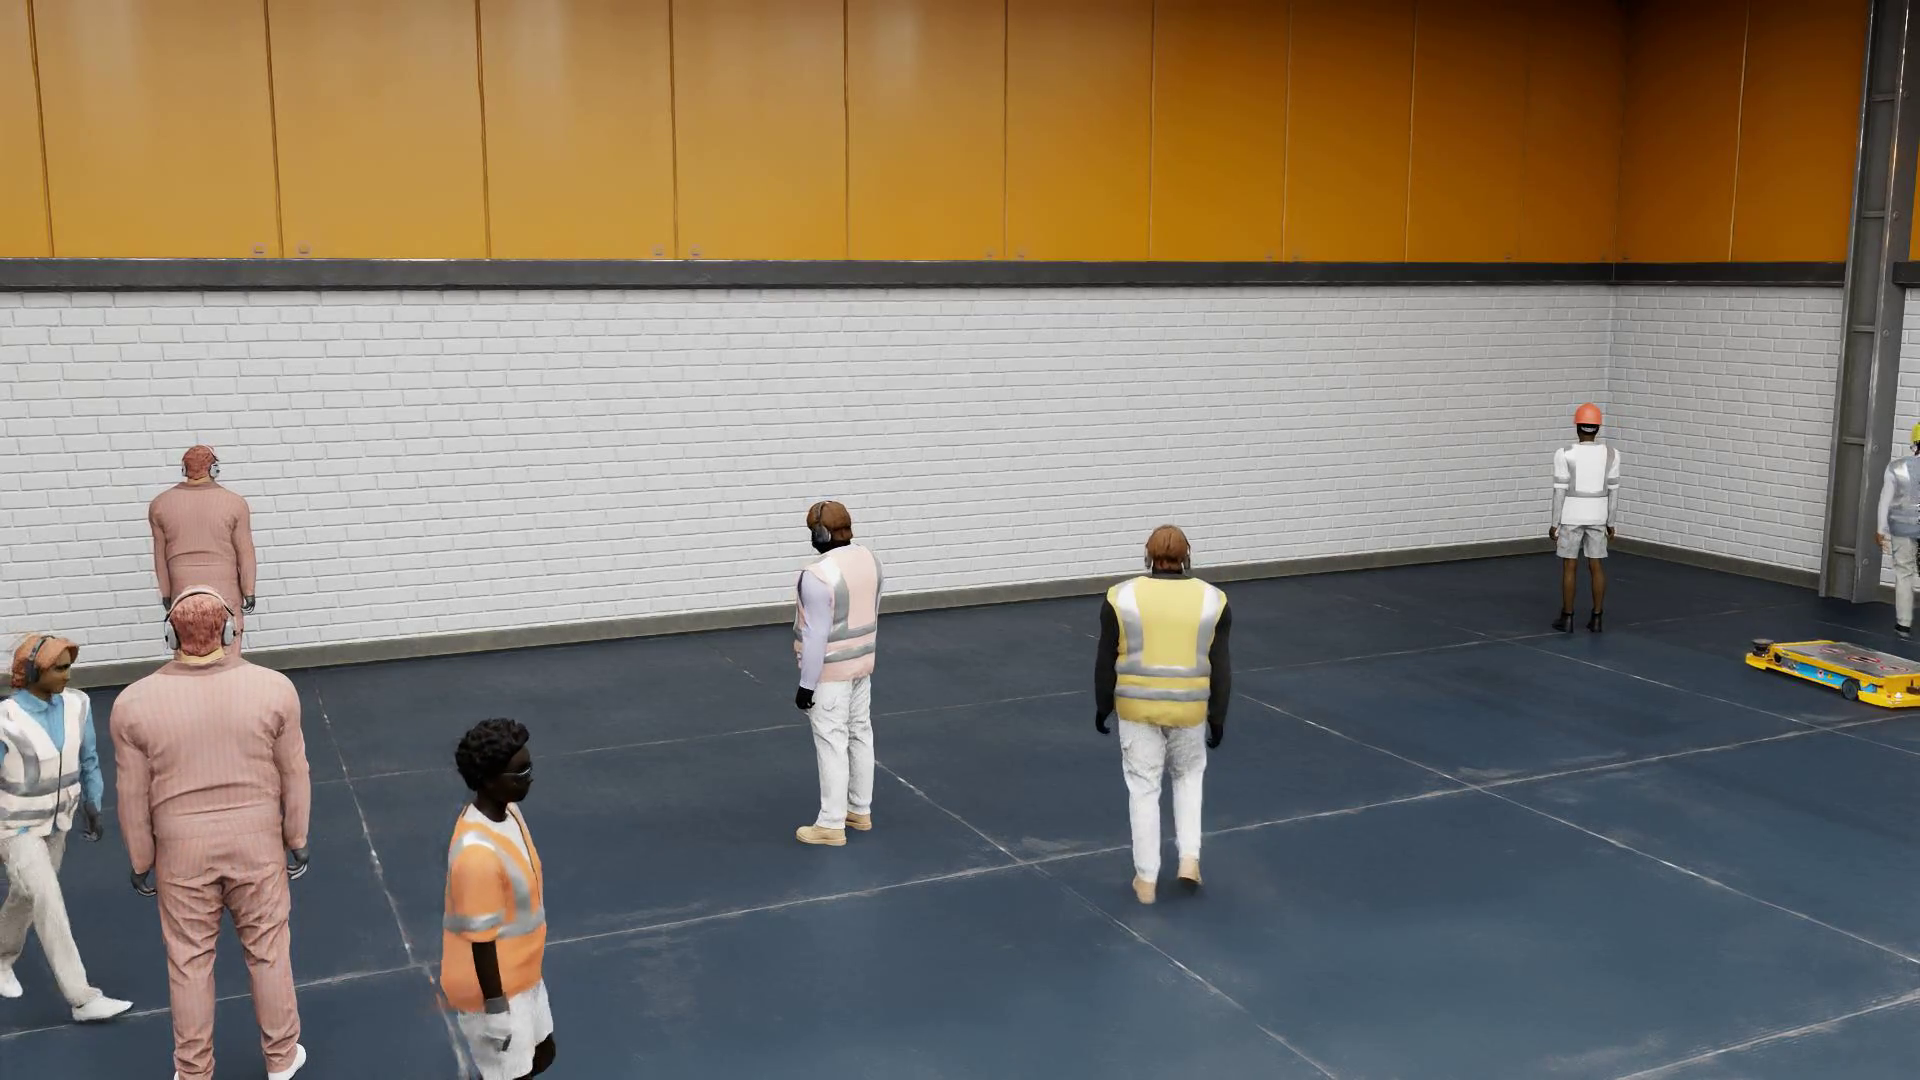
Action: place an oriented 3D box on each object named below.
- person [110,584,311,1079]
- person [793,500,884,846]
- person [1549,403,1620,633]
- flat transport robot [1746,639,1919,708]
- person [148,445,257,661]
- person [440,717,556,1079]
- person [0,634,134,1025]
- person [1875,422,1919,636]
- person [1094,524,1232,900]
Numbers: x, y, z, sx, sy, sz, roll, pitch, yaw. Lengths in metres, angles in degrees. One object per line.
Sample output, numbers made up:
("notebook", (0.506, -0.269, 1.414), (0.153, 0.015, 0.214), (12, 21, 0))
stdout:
("person", (-2.719, 1.107, 6.104), (0.642, 1.913, 0.409), (-4, 10, -24))
("person", (-0.670, 0.701, 8.858), (0.429, 1.838, 0.621), (5, 11, 30))
("person", (5.246, -0.183, 14.024), (0.551, 1.935, 0.375), (0, 9, 3))
("flat transport robot", (6.528, 0.949, 12.157), (0.652, 0.197, 1.431), (-2, 9, -15))
("person", (-5.003, 0.314, 11.070), (0.638, 1.900, 0.404), (-2, 9, -10))
("person", (-1.480, 1.369, 5.185), (0.433, 1.678, 0.543), (-1, 9, -7))
("person", (-3.783, 1.162, 6.761), (0.879, 1.592, 0.557), (3, 10, 16))
("person", (7.962, -0.090, 13.830), (0.595, 1.817, 0.437), (3, 10, 17))
("person", (0.975, 0.834, 8.080), (0.645, 1.827, 0.462), (0, 9, -1))
